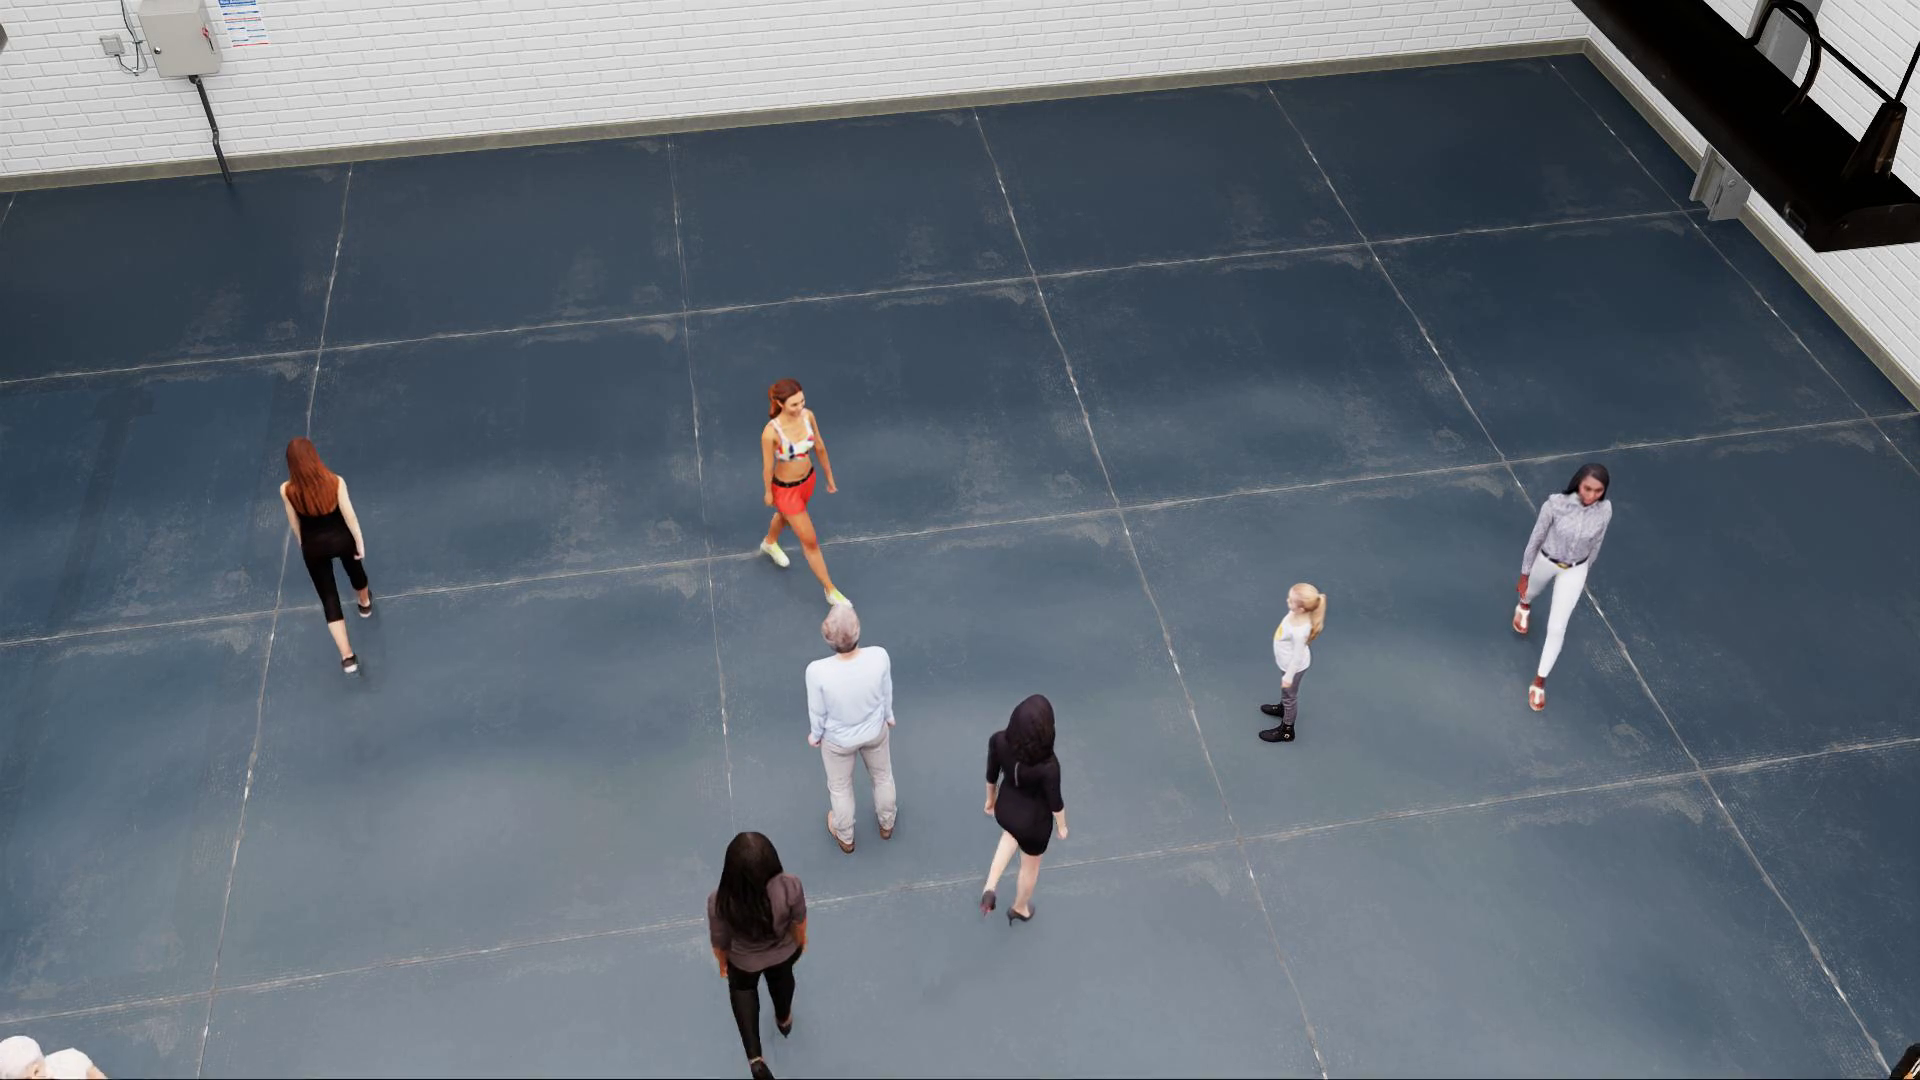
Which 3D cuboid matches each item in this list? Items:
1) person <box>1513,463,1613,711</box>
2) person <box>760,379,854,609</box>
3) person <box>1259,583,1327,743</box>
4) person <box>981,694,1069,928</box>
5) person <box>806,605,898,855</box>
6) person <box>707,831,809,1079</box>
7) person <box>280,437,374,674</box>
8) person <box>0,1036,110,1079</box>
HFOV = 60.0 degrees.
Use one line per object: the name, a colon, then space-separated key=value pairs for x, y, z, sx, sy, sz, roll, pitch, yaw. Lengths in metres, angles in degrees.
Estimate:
person: x=3.778 y=0.136 z=10.578 sx=0.983 sy=1.677 sz=1.278 roll=12 pitch=45 yaw=12
person: x=-1.155 y=-0.382 z=11.076 sx=1.049 sy=1.739 sz=1.234 roll=-34 pitch=53 yaw=-31
person: x=2.051 y=0.743 z=10.229 sx=0.619 sy=1.278 sz=0.519 roll=8 pitch=44 yaw=8
person: x=0.291 y=1.564 z=8.994 sx=0.761 sy=1.793 sz=0.826 roll=31 pitch=52 yaw=28
person: x=-0.596 y=1.082 z=9.431 sx=0.690 sy=1.889 sz=0.614 roll=-13 pitch=45 yaw=-13
person: x=-0.976 y=2.139 z=8.367 sx=0.666 sy=1.826 sz=0.875 roll=-9 pitch=44 yaw=-10
person: x=-4.031 y=0.099 z=10.602 sx=0.702 sy=1.696 sz=1.157 roll=-14 pitch=45 yaw=-15
person: x=-4.154 y=2.774 z=7.765 sx=0.972 sy=1.735 sz=0.909 roll=27 pitch=50 yaw=25
